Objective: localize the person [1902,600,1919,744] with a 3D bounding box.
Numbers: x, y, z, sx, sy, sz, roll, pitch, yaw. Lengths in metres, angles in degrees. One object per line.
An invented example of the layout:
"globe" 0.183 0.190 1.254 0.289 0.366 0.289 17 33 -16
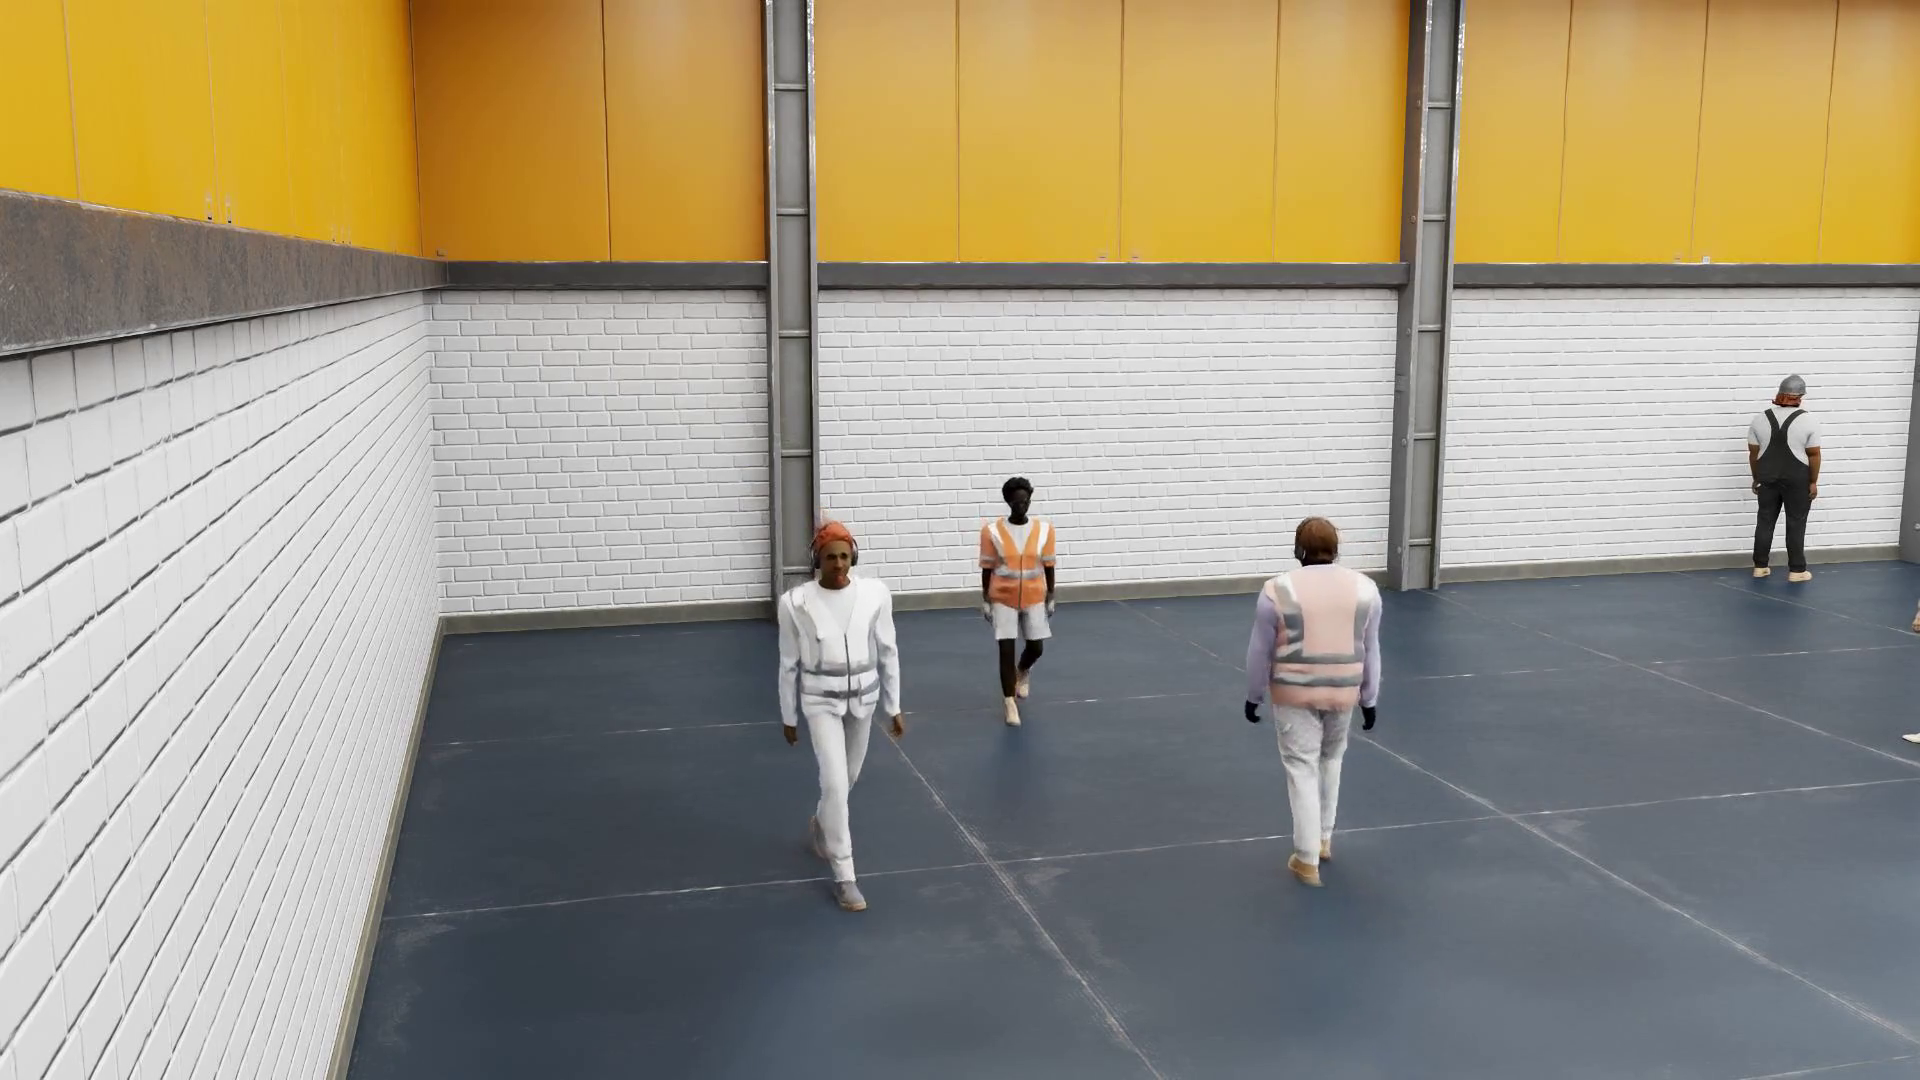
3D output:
"person" 6.329 0.453 10.676 0.526 1.759 0.341 -4 10 -21

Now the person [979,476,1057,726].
"person" 0.380 0.388 11.304 0.534 1.684 0.554 -1 9 -7

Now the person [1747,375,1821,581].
"person" 8.200 -0.621 16.498 0.537 2.000 0.678 -8 12 -42

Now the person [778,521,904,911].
"person" -0.625 0.801 8.264 0.576 1.847 0.957 -4 10 -23

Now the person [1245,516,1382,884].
"person" 1.757 0.776 8.446 0.651 1.816 0.704 -1 9 -7
